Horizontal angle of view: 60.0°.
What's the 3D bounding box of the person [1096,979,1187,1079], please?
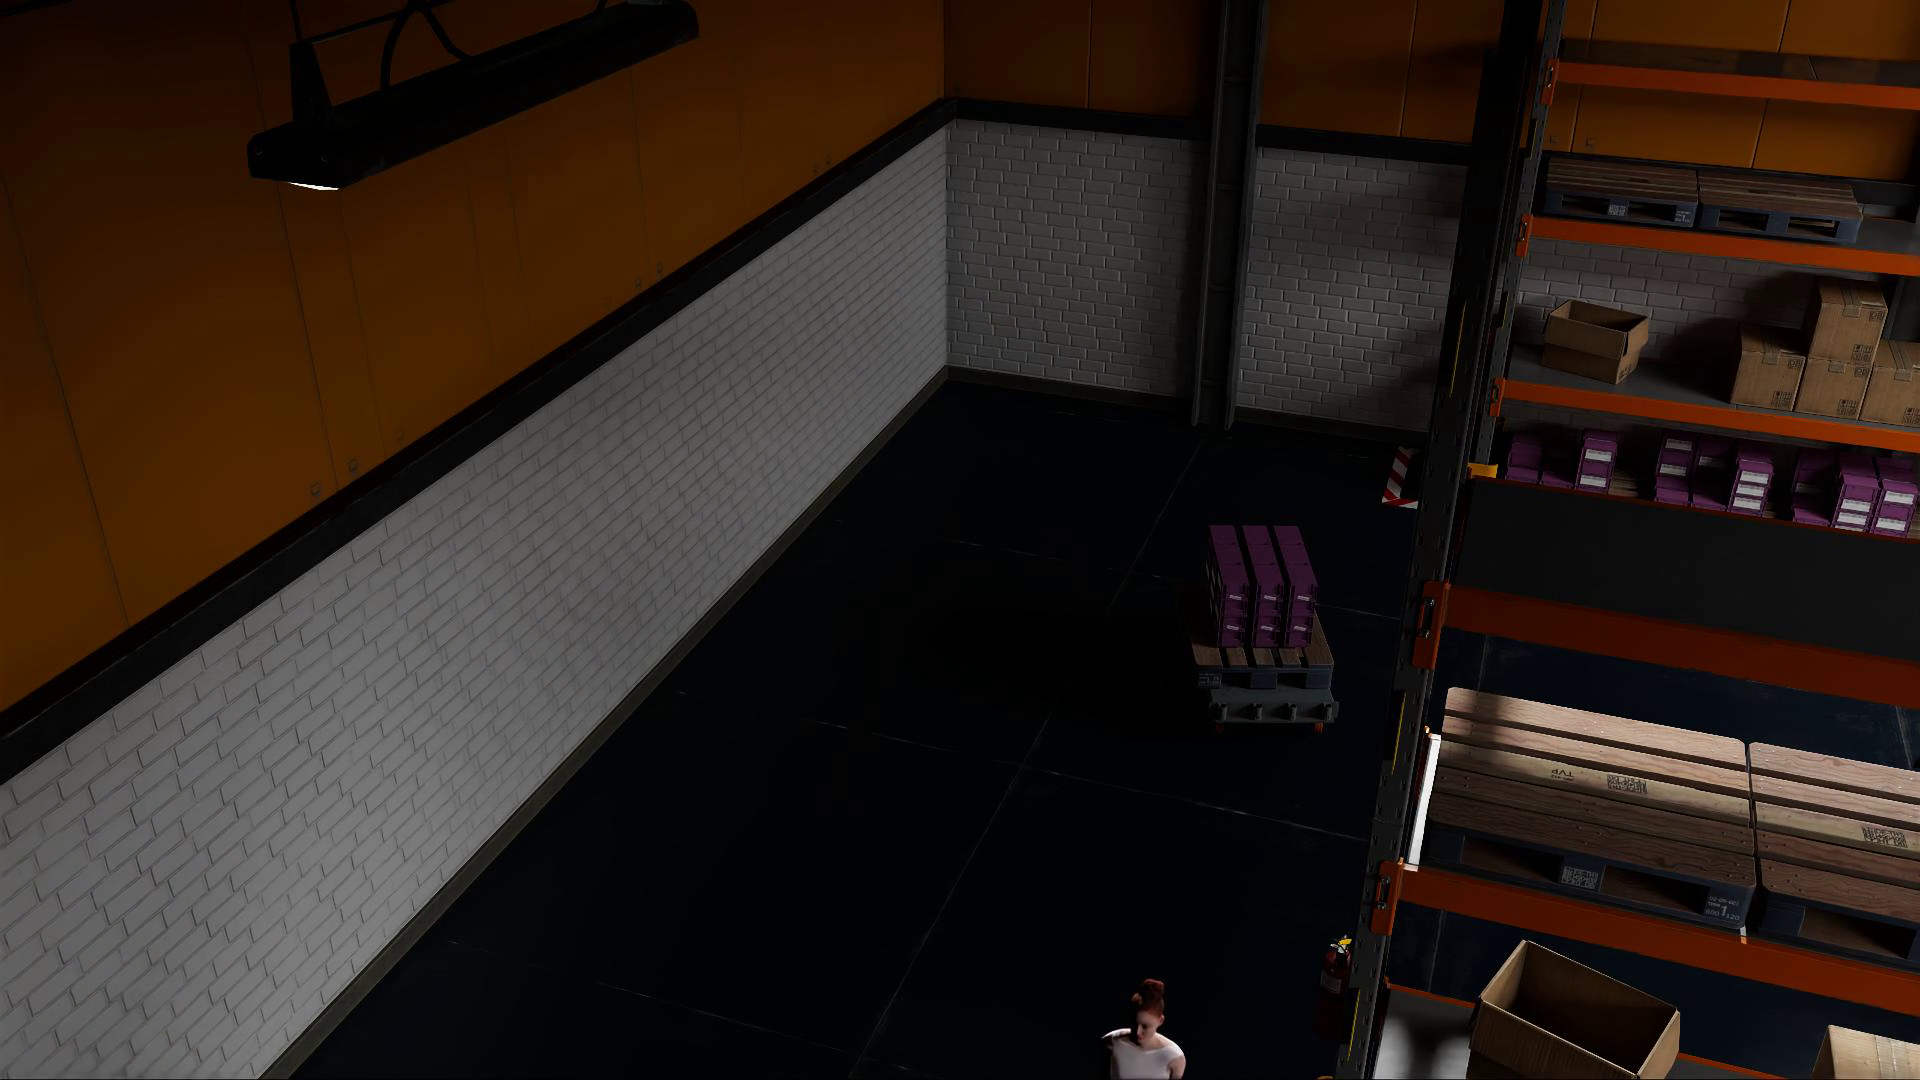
[{"bbox_3d":[0.837,2.802,7.914,0.408,1.792,0.626,9,30,16],"label":"person"}]
